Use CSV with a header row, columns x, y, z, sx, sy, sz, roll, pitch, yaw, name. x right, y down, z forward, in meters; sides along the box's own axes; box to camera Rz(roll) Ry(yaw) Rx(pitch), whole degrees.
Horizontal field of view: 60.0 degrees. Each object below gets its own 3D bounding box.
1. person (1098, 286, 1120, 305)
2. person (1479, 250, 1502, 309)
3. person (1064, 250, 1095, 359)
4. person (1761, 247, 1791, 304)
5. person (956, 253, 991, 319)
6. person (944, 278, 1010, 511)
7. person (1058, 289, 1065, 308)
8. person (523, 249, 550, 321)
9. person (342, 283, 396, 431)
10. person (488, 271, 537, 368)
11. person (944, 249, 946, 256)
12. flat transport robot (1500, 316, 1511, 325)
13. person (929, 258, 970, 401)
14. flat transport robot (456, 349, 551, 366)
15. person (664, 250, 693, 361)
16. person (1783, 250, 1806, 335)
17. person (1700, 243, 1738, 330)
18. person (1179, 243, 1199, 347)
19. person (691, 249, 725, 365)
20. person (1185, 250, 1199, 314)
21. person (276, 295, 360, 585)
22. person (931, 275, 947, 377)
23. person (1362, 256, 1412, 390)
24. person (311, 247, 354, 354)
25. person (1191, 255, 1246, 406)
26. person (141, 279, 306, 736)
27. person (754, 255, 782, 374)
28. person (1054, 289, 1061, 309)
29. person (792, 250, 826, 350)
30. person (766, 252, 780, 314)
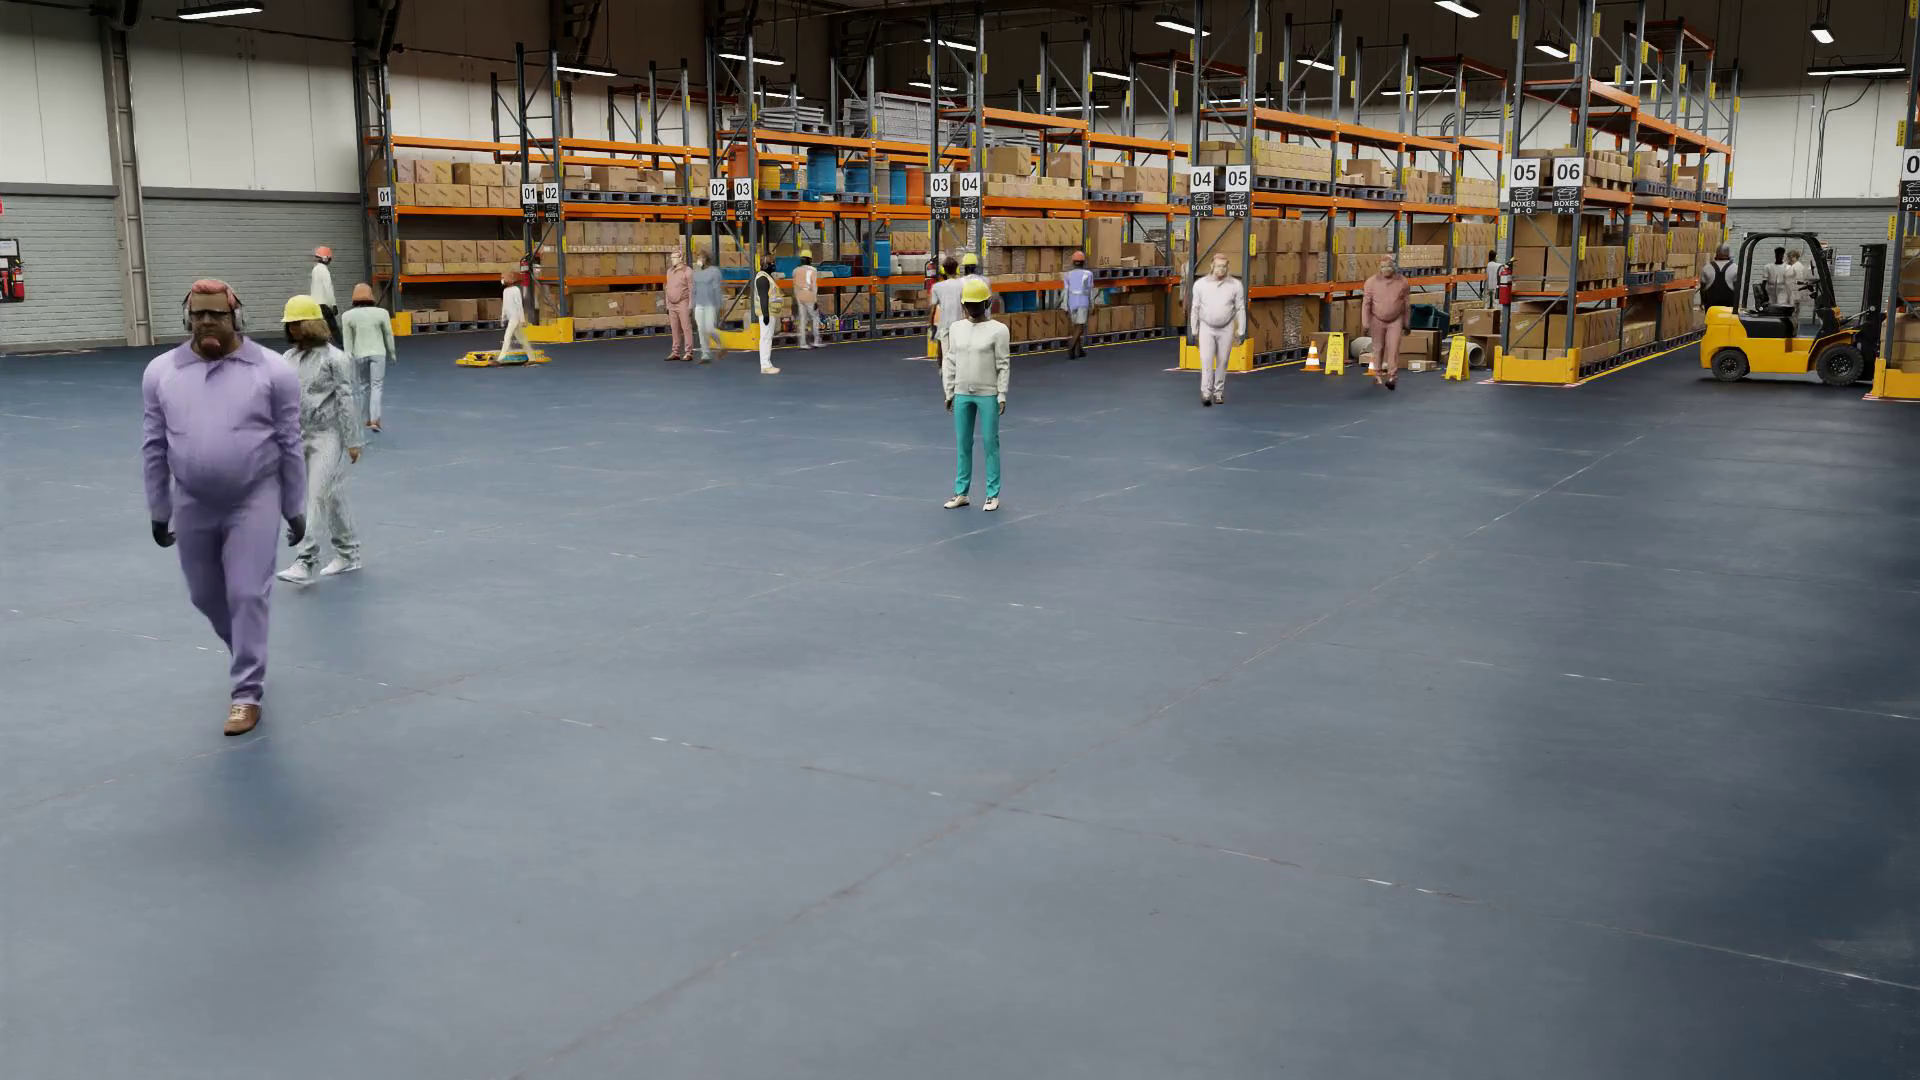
x,y,z,sx,sy,sz,roll,pitch,yaw,name
3.677,-6.126,40.674,0.590,1.812,0.797,5,11,27,person
12.550,-5.913,39.328,0.510,1.860,0.334,3,10,14,person
2.059,-4.142,29.286,0.537,1.904,0.899,5,11,27,person
17.624,-5.345,35.928,0.609,1.921,0.960,7,12,35,person
0.219,-3.202,24.050,0.597,1.898,0.884,-5,11,-26,person
0.121,-1.095,12.616,0.523,1.761,0.326,5,11,26,person
2.643,-6.098,40.408,0.641,1.841,0.429,8,13,38,person
-9.139,-5.339,36.022,0.567,1.881,0.990,5,11,27,person
-6.417,-1.986,18.057,0.505,1.595,0.816,-1,10,-7,person
-7.321,-3.603,27.157,0.875,1.574,0.510,-7,12,-34,person
-0.101,-4.736,32.349,0.652,1.988,0.632,-8,13,-39,person
13.313,-5.394,40.859,0.652,0.197,1.431,4,11,21,flat transport robot
-0.124,-2.716,21.486,0.554,1.830,0.806,1,10,3,person
-7.616,-3.059,27.781,0.652,0.197,1.431,8,13,39,flat transport robot
-4.834,-4.027,28.618,0.642,1.910,0.401,7,12,35,person
15.815,-4.530,31.507,0.363,1.893,0.700,2,10,12,person
13.855,-4.402,30.346,0.688,2.000,0.537,6,12,29,person
4.524,-4.738,32.224,0.615,2.041,0.382,7,12,33,person
-4.226,-3.879,27.756,0.643,1.918,0.480,6,12,32,person
4.377,-4.303,30.028,0.624,1.957,1.002,5,11,25,person
-3.907,-0.585,9.900,0.501,1.707,0.846,5,11,25,person
-0.193,-3.320,25.292,0.547,1.684,0.396,4,11,21,person
5.949,-3.019,23.167,0.684,1.855,1.024,2,10,13,person
-11.021,-4.147,29.149,0.996,1.949,0.656,-7,12,-34,person
3.229,-2.613,20.788,0.671,1.867,0.822,1,10,3,person
-3.124,-0.173,7.113,0.650,1.882,0.820,-1,10,-7,person
-2.986,-3.517,25.945,0.429,1.842,0.636,0,10,0,person
2.788,-7.080,45.709,0.905,1.906,0.660,-10,14,-44,person
-2.889,-4.592,31.821,0.611,1.886,0.786,6,12,30,person
-3.974,-5.109,34.914,0.541,1.831,0.917,5,11,27,person
